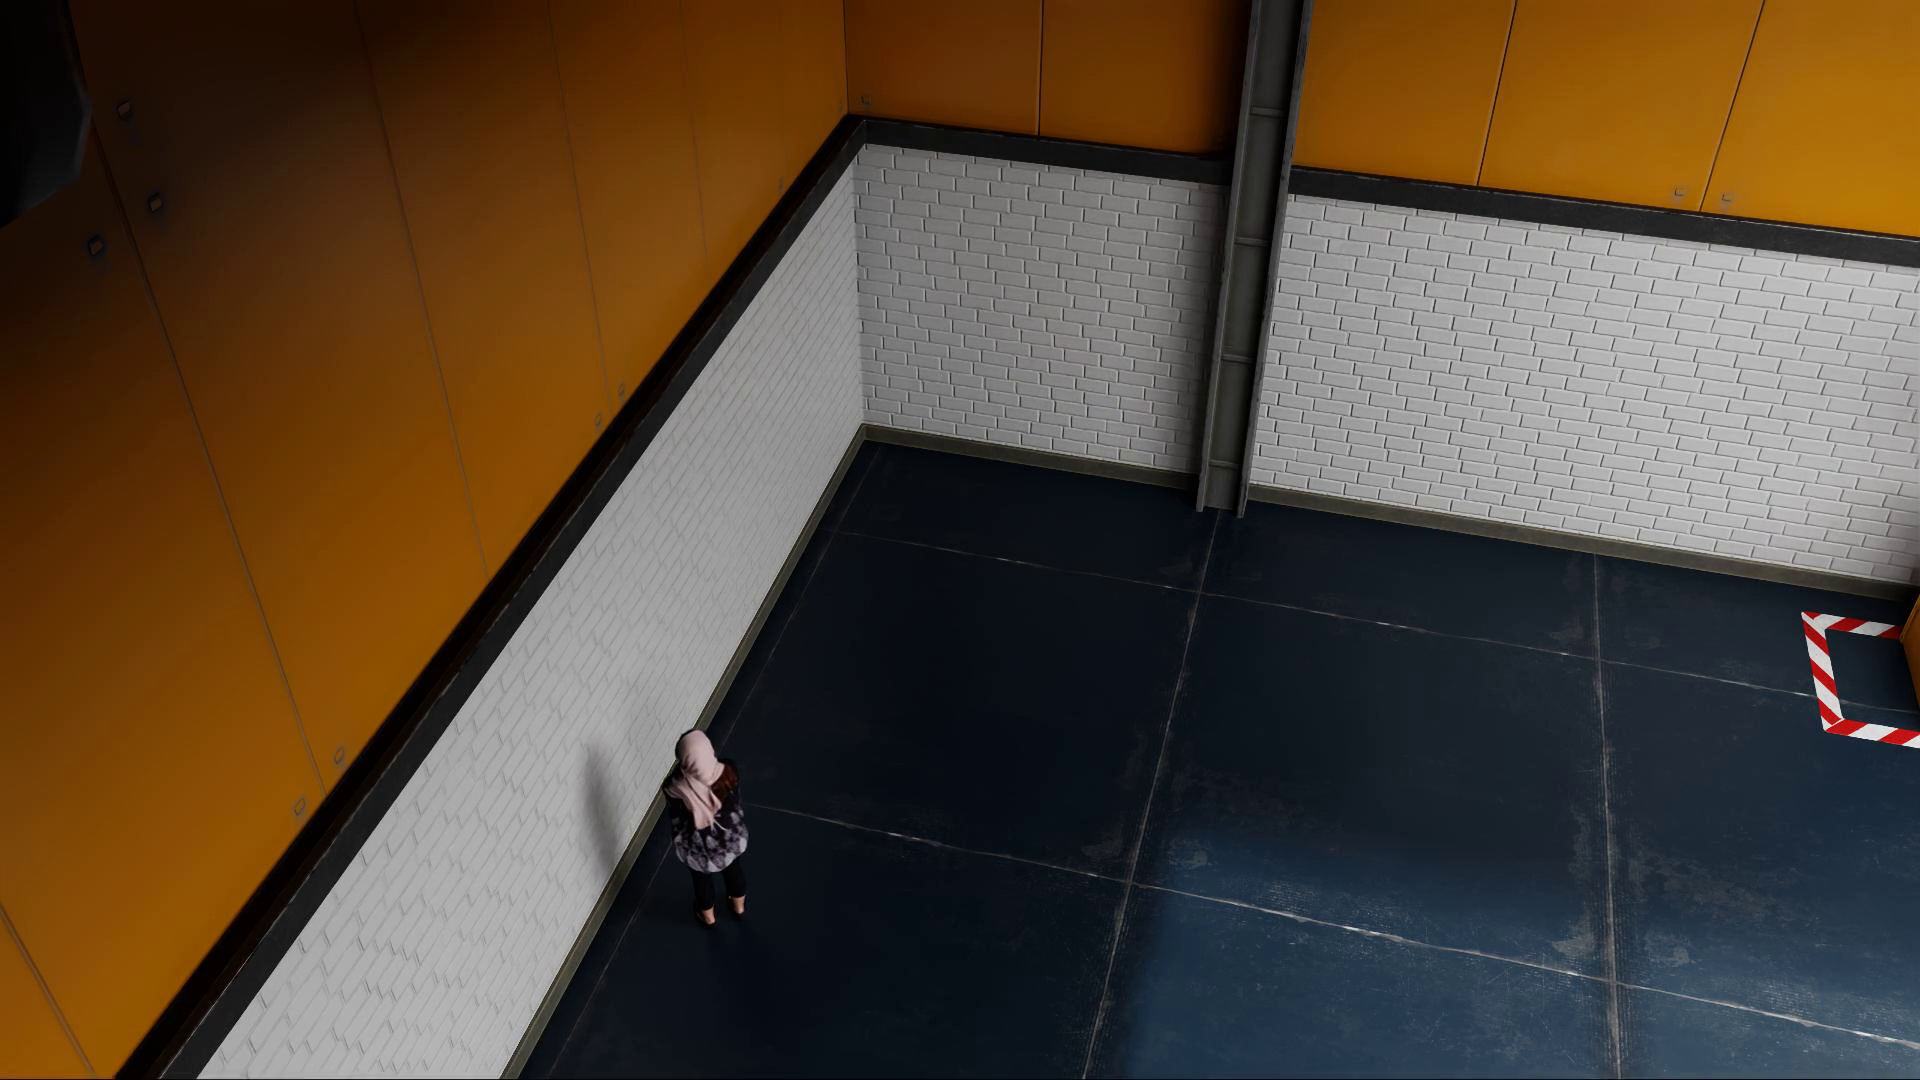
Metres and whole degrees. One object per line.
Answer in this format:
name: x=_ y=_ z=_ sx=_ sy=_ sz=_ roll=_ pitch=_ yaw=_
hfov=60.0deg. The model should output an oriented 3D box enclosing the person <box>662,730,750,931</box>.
person: x=-1.500 y=1.752 z=10.029 sx=0.743 sy=1.638 sz=0.804 roll=-20 pitch=43 yaw=-23
